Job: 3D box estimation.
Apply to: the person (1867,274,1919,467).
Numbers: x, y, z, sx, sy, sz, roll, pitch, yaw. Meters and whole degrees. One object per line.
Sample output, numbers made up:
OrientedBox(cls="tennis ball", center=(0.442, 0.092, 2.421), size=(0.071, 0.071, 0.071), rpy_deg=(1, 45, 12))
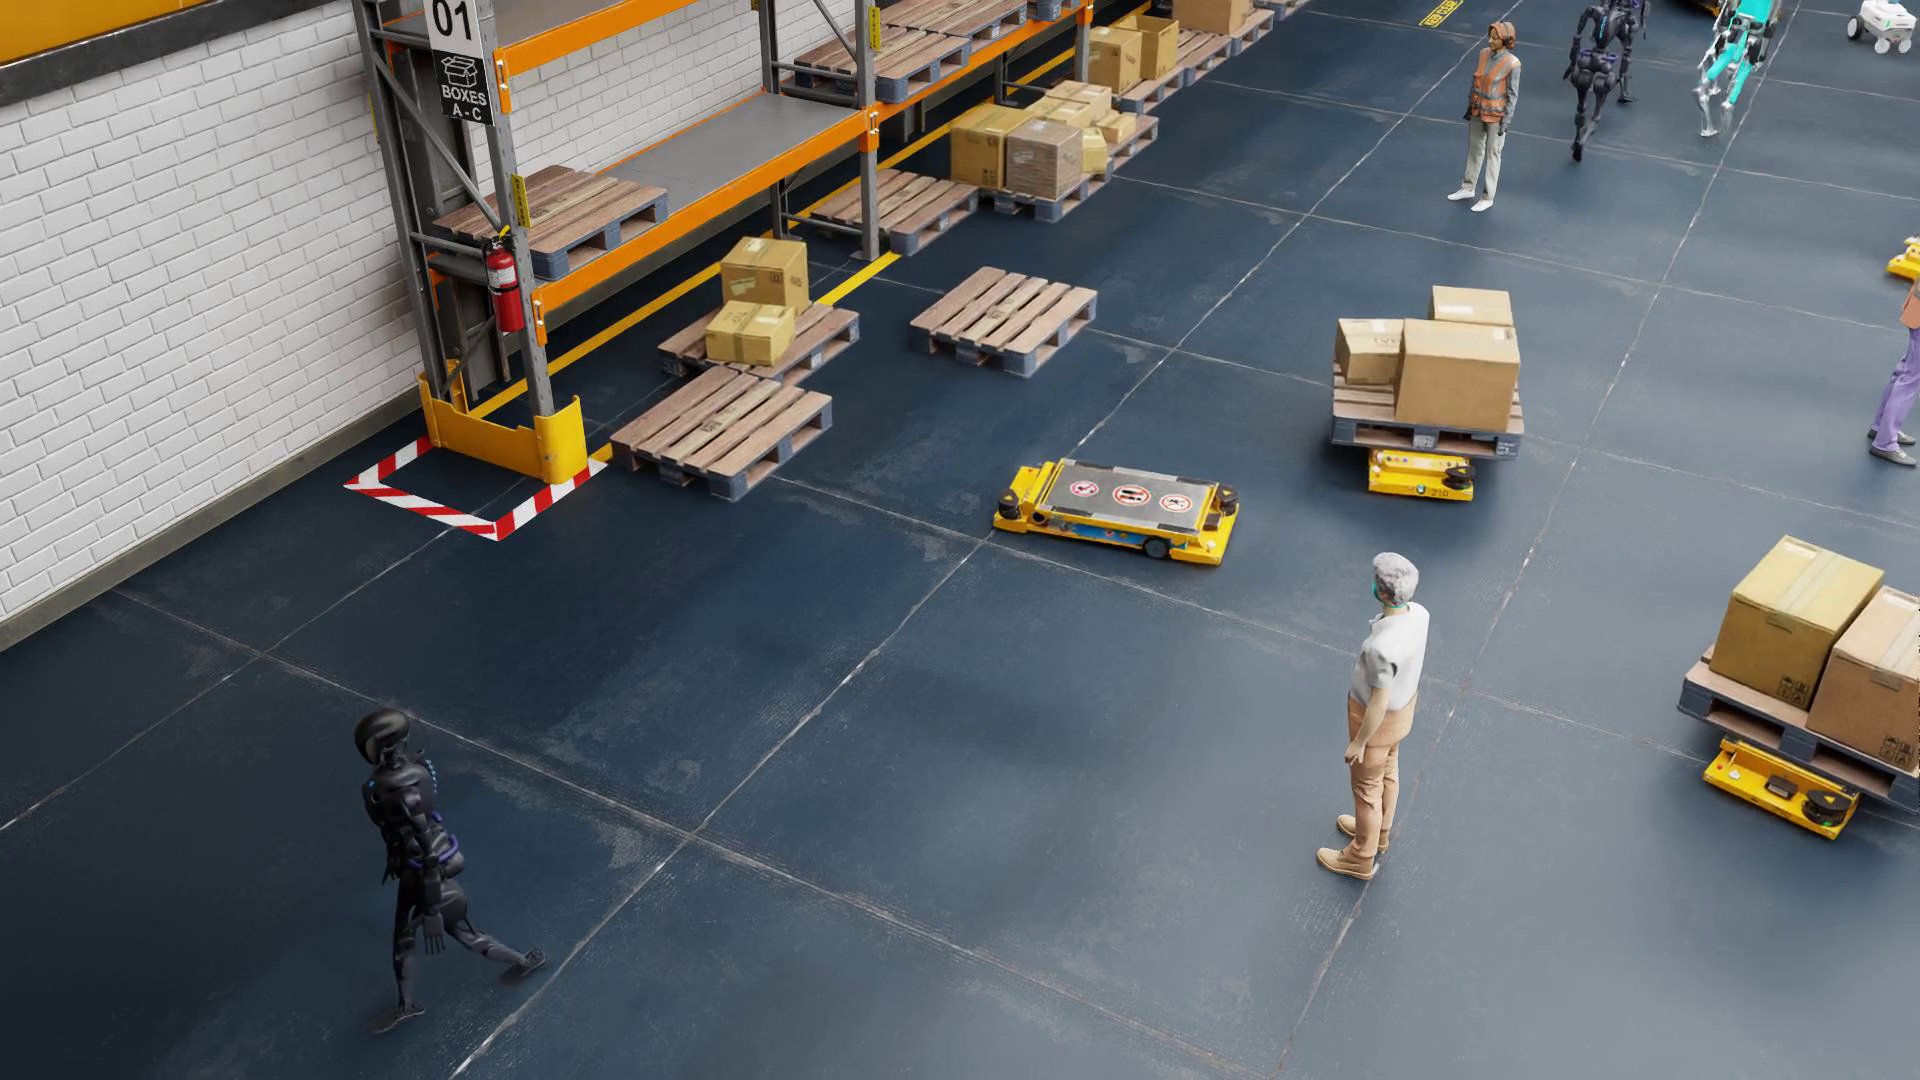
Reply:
OrientedBox(cls="person", center=(6.308, -1.388, 10.818), size=(0.373, 1.843, 0.568), rpy_deg=(15, 36, 21))

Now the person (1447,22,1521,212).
OrientedBox(cls="person", center=(4.602, -3.688, 14.482), size=(0.308, 1.638, 0.521), rpy_deg=(-15, 36, -21))

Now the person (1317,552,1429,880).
OrientedBox(cls="person", center=(1.906, 0.809, 7.587), size=(0.303, 1.739, 0.493), rpy_deg=(20, 39, 28))

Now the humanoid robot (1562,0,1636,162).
OrientedBox(cls="humanoid robot", center=(5.909, -4.384, 15.529), size=(0.589, 1.633, 0.673), rpy_deg=(21, 39, 29))

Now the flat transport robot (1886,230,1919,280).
OrientedBox(cls="flat transport robot", center=(8.320, -2.418, 13.806), size=(1.431, 0.231, 0.659), rpy_deg=(-28, 43, -36))

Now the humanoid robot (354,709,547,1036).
OrientedBox(cls="humanoid robot", center=(-2.194, 1.363, 6.870), size=(0.787, 1.638, 0.589), rpy_deg=(-22, 40, -30))

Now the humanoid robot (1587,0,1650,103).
OrientedBox(cls="humanoid robot", center=(6.721, -5.280, 16.895), size=(0.586, 1.621, 0.778), rpy_deg=(-7, 34, -10))

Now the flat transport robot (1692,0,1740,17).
OrientedBox(cls="flat transport robot", center=(9.177, -6.614, 20.154), size=(0.659, 0.231, 1.431), rpy_deg=(-5, 34, -8))

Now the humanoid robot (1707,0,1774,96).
OrientedBox(cls="humanoid robot", center=(7.912, -5.293, 16.826), size=(0.551, 1.764, 0.909), rpy_deg=(23, 40, 31))

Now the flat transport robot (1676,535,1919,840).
OrientedBox(cls="flat transport robot", center=(4.486, 0.992, 8.646), size=(0.659, 0.231, 1.431), rpy_deg=(27, 42, 35))

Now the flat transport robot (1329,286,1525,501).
OrientedBox(cls="flat transport robot", center=(3.099, -0.731, 11.253), size=(0.659, 0.231, 1.431), rpy_deg=(6, 34, 9))

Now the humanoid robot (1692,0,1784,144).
OrientedBox(cls="humanoid robot", center=(7.316, -4.576, 15.823), size=(0.731, 1.874, 0.535), rpy_deg=(-24, 40, -32))

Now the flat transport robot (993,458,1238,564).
OrientedBox(cls="flat transport robot", center=(0.987, -0.197, 10.445), size=(1.431, 0.231, 0.659), rpy_deg=(10, 35, 15))

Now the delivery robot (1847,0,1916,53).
OrientedBox(cls="delivery robot", center=(10.403, -5.815, 18.679), size=(0.525, 0.587, 0.758), rpy_deg=(1, 33, 1))
